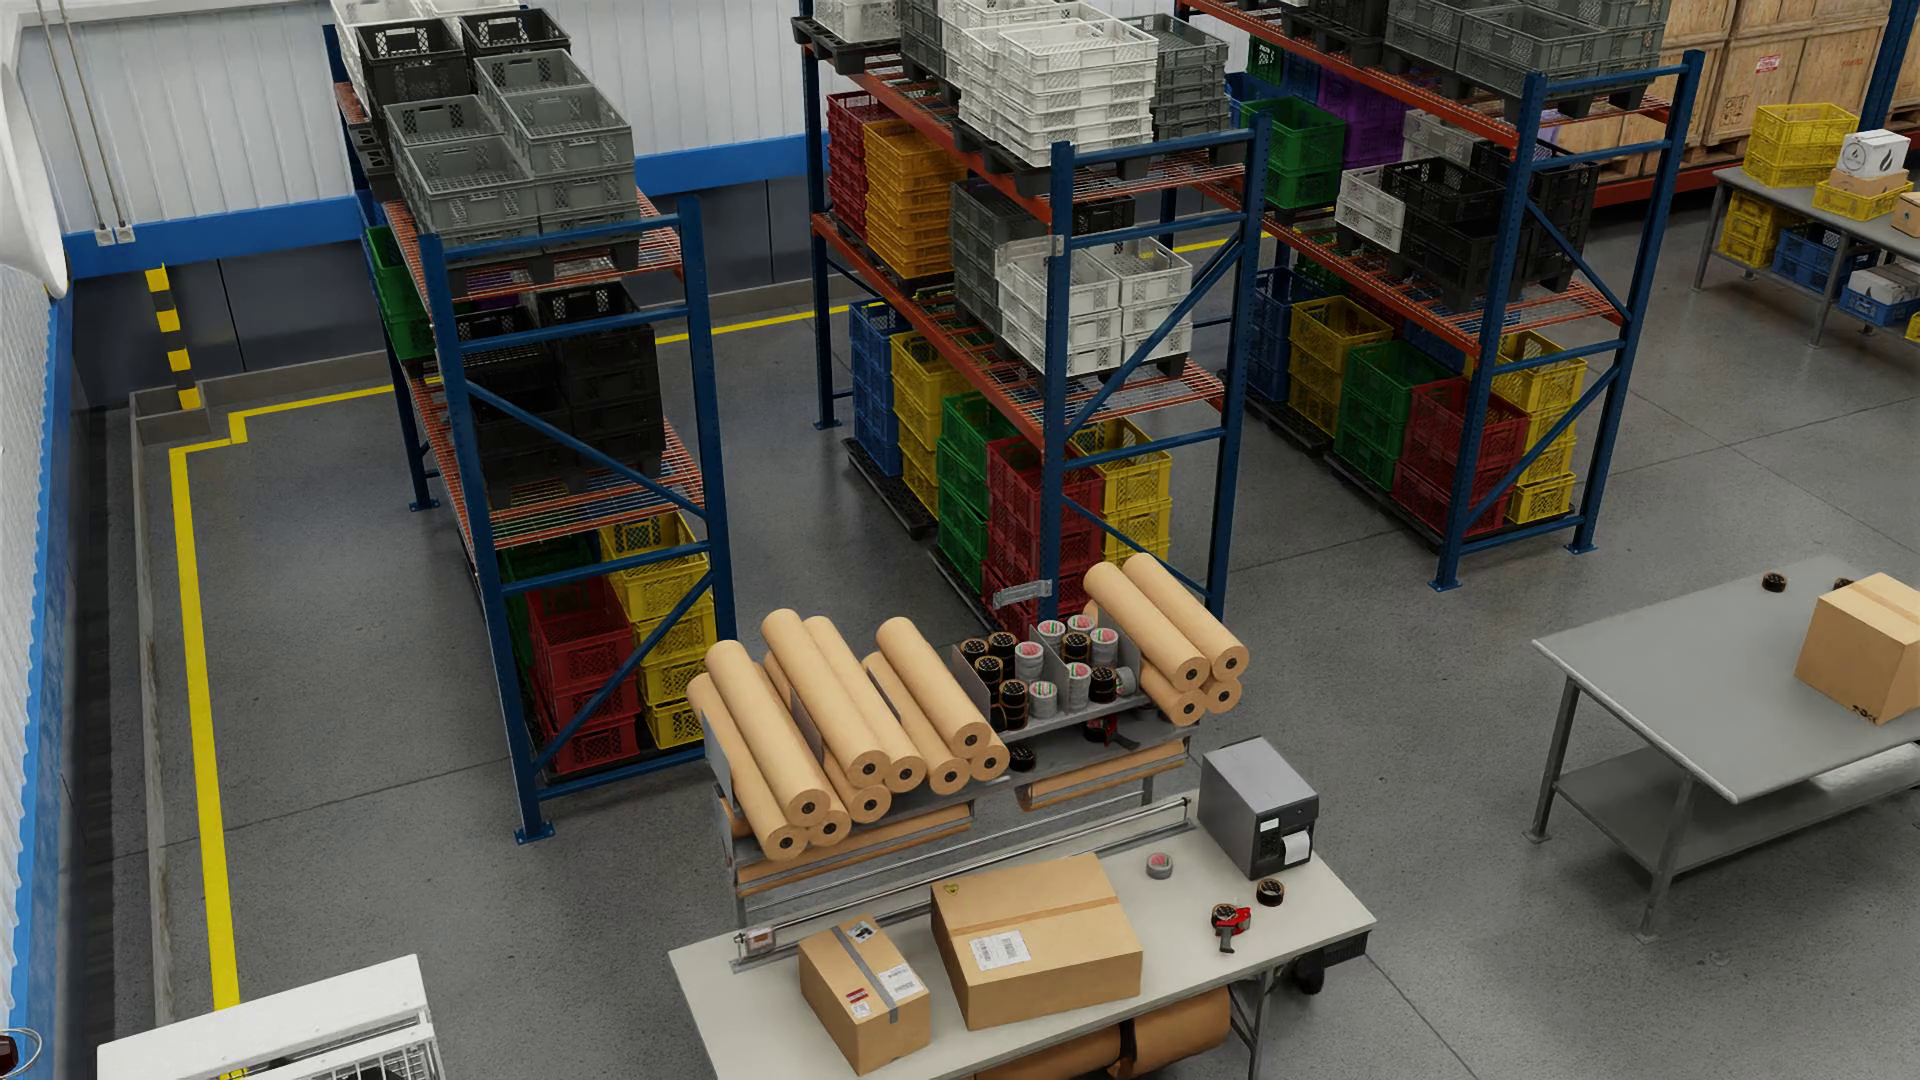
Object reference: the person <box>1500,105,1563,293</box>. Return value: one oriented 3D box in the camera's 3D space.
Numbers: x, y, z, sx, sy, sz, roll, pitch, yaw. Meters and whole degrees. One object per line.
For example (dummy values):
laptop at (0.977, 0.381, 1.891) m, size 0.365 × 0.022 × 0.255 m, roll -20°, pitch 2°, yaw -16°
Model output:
person at (4.347, -2.815, 12.940) m, size 0.635 × 1.936 × 0.353 m, roll -18°, pitch 36°, yaw -26°

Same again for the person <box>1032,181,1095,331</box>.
person at (0.617, -2.073, 11.825) m, size 0.599 × 1.849 × 0.820 m, roll -7°, pitch 32°, yaw -11°
